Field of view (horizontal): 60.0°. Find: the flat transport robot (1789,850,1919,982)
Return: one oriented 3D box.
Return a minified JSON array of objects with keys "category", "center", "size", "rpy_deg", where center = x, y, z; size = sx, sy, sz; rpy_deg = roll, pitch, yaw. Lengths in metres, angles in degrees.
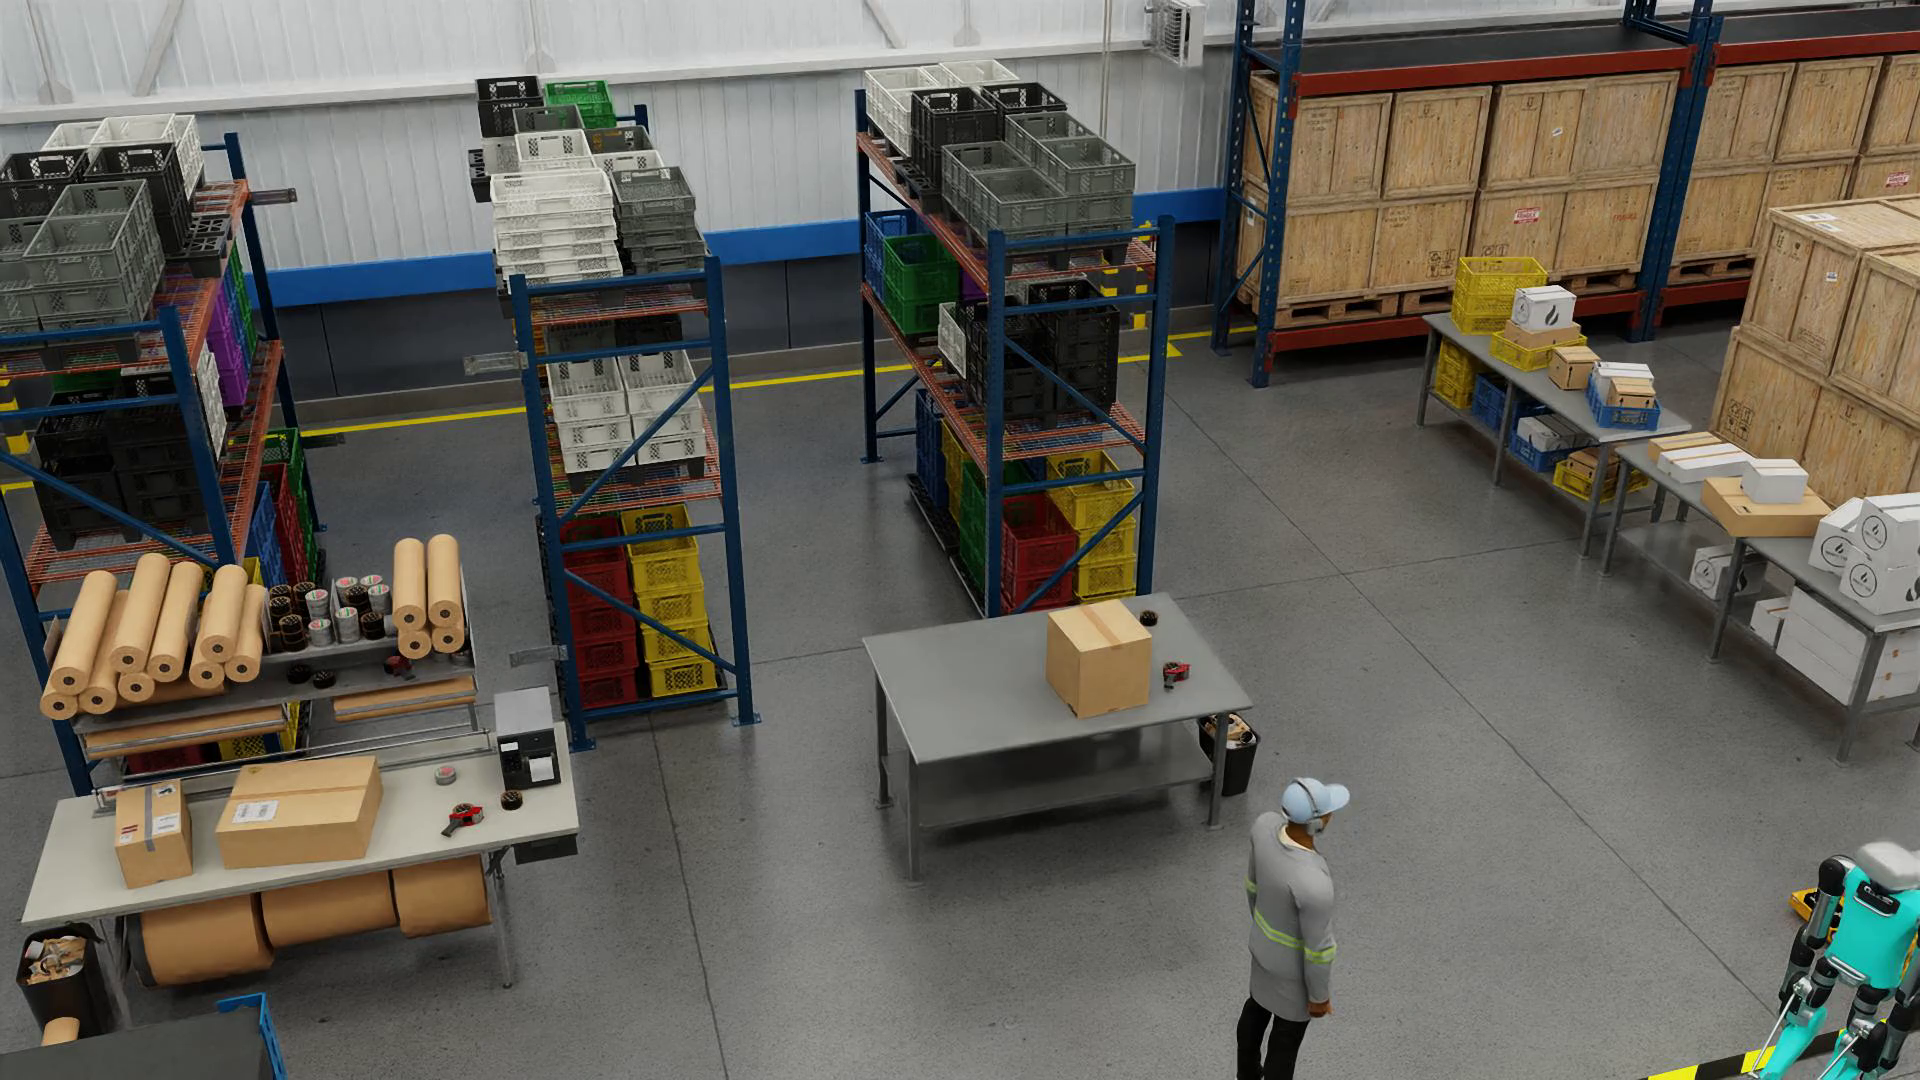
[{"category":"flat transport robot","center":[5.163,1.916,8.676],"size":[1.431,0.231,0.659],"rpy_deg":[-8,30,-14]}]

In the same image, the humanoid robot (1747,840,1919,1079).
[{"category":"humanoid robot","center":[3.503,2.022,6.823],"size":[0.735,1.673,0.533],"rpy_deg":[-17,33,-28]}]

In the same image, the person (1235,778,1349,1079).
[{"category":"person","center":[1.445,1.798,7.247],"size":[0.371,1.852,0.588],"rpy_deg":[-10,30,-17]}]
